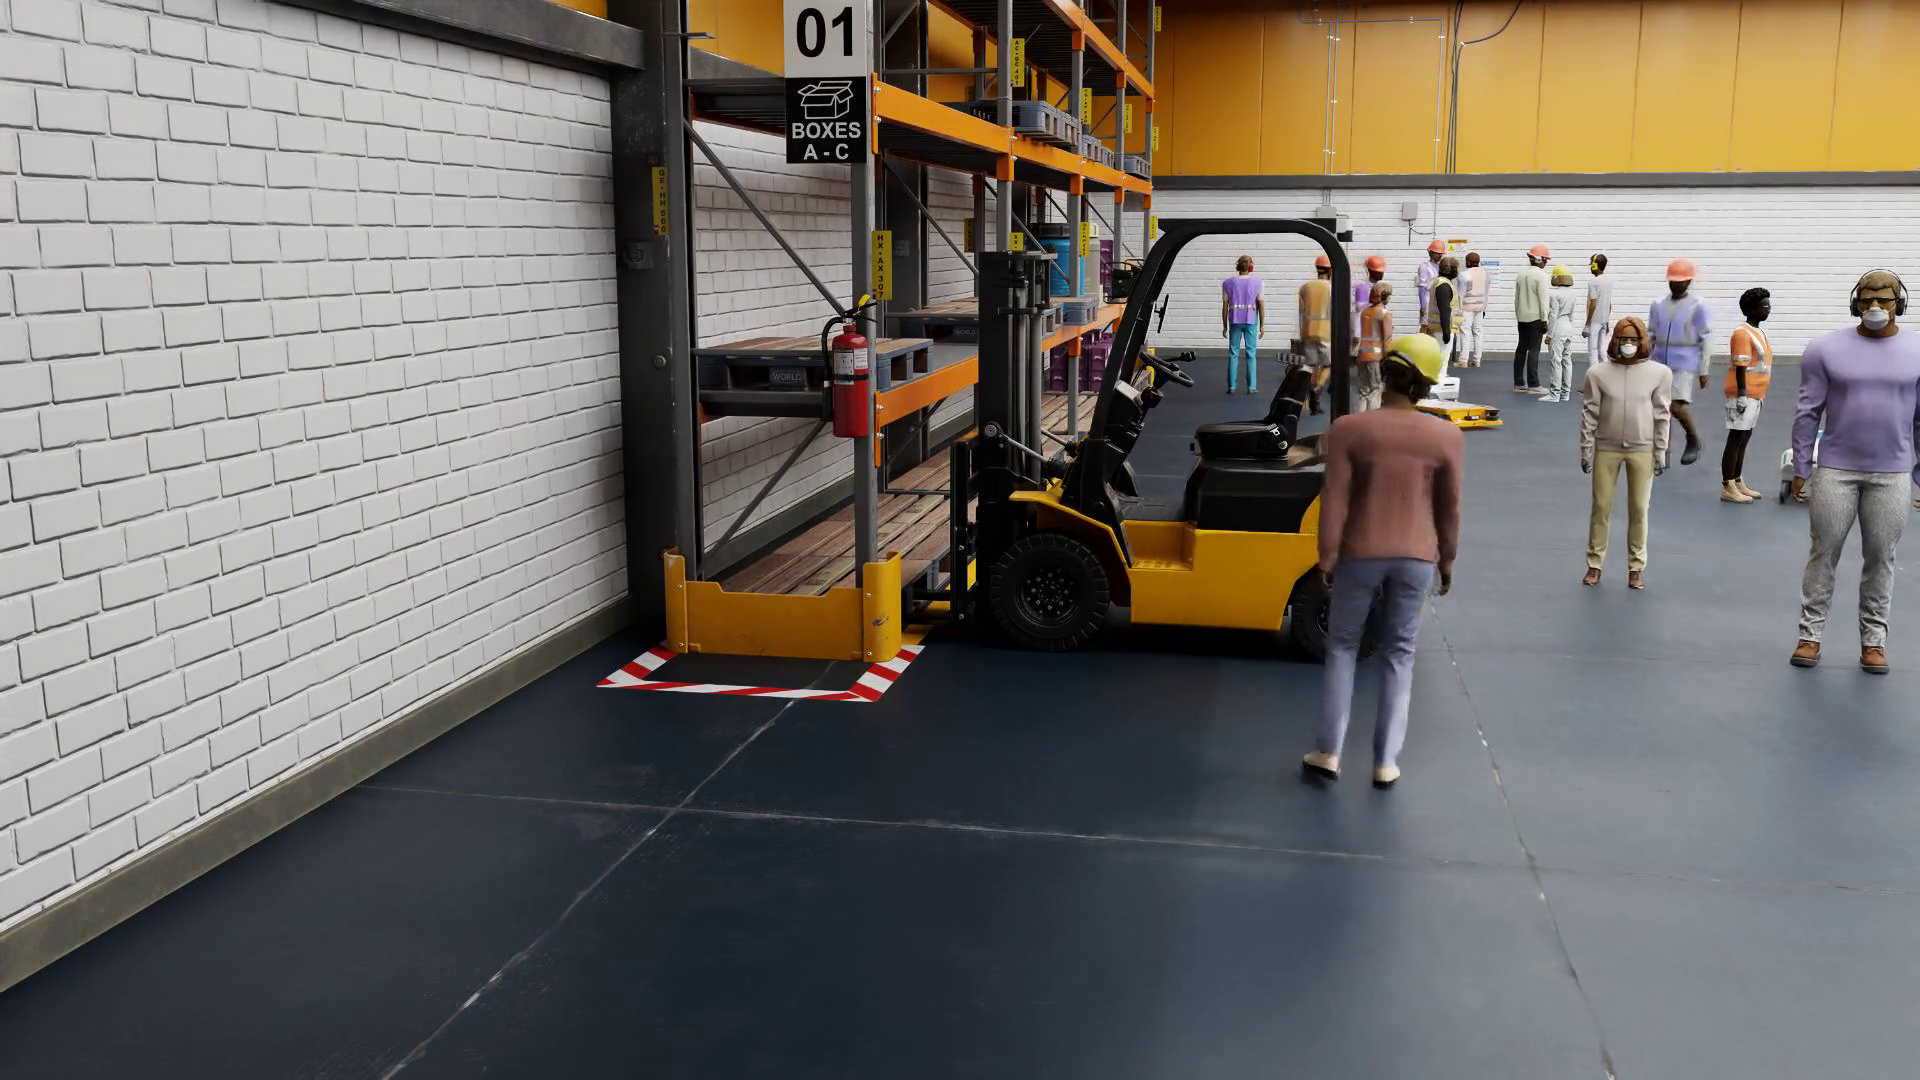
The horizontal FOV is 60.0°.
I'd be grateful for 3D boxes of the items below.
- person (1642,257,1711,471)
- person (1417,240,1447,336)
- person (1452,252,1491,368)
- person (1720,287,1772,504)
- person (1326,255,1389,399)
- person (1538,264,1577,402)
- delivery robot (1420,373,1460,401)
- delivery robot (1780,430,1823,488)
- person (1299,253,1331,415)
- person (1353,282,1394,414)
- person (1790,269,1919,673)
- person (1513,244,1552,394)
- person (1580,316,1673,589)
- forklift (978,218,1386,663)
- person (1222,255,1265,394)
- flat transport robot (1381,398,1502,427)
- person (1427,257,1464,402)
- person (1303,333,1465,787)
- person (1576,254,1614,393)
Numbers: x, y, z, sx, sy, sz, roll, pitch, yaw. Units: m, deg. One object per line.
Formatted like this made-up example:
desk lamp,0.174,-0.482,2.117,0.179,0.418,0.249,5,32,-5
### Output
person,6.384,-1.558,14.838,0.515,1.913,0.572,-7,13,-35
person,7.639,-3.814,26.878,0.605,2.034,0.390,-10,14,-43
person,8.191,-3.689,26.718,0.621,1.845,0.429,-4,11,-23
person,6.229,-1.143,13.158,0.318,1.697,0.535,8,13,37
person,5.143,-2.693,21.211,0.602,1.882,0.958,-9,14,-40
person,7.634,-2.635,21.206,0.486,1.744,0.296,-8,13,-37
delivery robot,5.597,-1.822,19.751,0.707,0.478,0.477,-7,12,-32
delivery robot,6.792,-0.633,13.234,0.477,0.478,0.707,8,13,38
person,4.158,-2.377,19.355,0.541,1.913,0.641,6,12,31
person,4.259,-1.829,17.110,0.320,1.628,0.515,-4,11,-19
person,4.348,-0.327,8.016,0.635,1.938,0.354,5,11,26
person,7.674,-2.949,22.263,0.391,1.987,0.608,-3,11,-17
person,3.964,-0.520,9.941,0.493,1.624,0.280,4,11,20
forklift,1.285,-0.567,8.635,2.313,2.155,1.214,2,11,11
person,3.761,-2.851,22.111,0.566,1.846,0.386,3,11,14
flat transport robot,5.351,-1.435,18.665,0.652,0.197,1.431,-4,11,-22
person,6.101,-2.632,20.927,0.429,1.843,0.627,2,10,9
person,1.648,0.077,6.381,0.546,1.724,0.470,1,10,7
person,8.522,-2.890,22.271,0.535,1.864,0.309,-8,13,-37
